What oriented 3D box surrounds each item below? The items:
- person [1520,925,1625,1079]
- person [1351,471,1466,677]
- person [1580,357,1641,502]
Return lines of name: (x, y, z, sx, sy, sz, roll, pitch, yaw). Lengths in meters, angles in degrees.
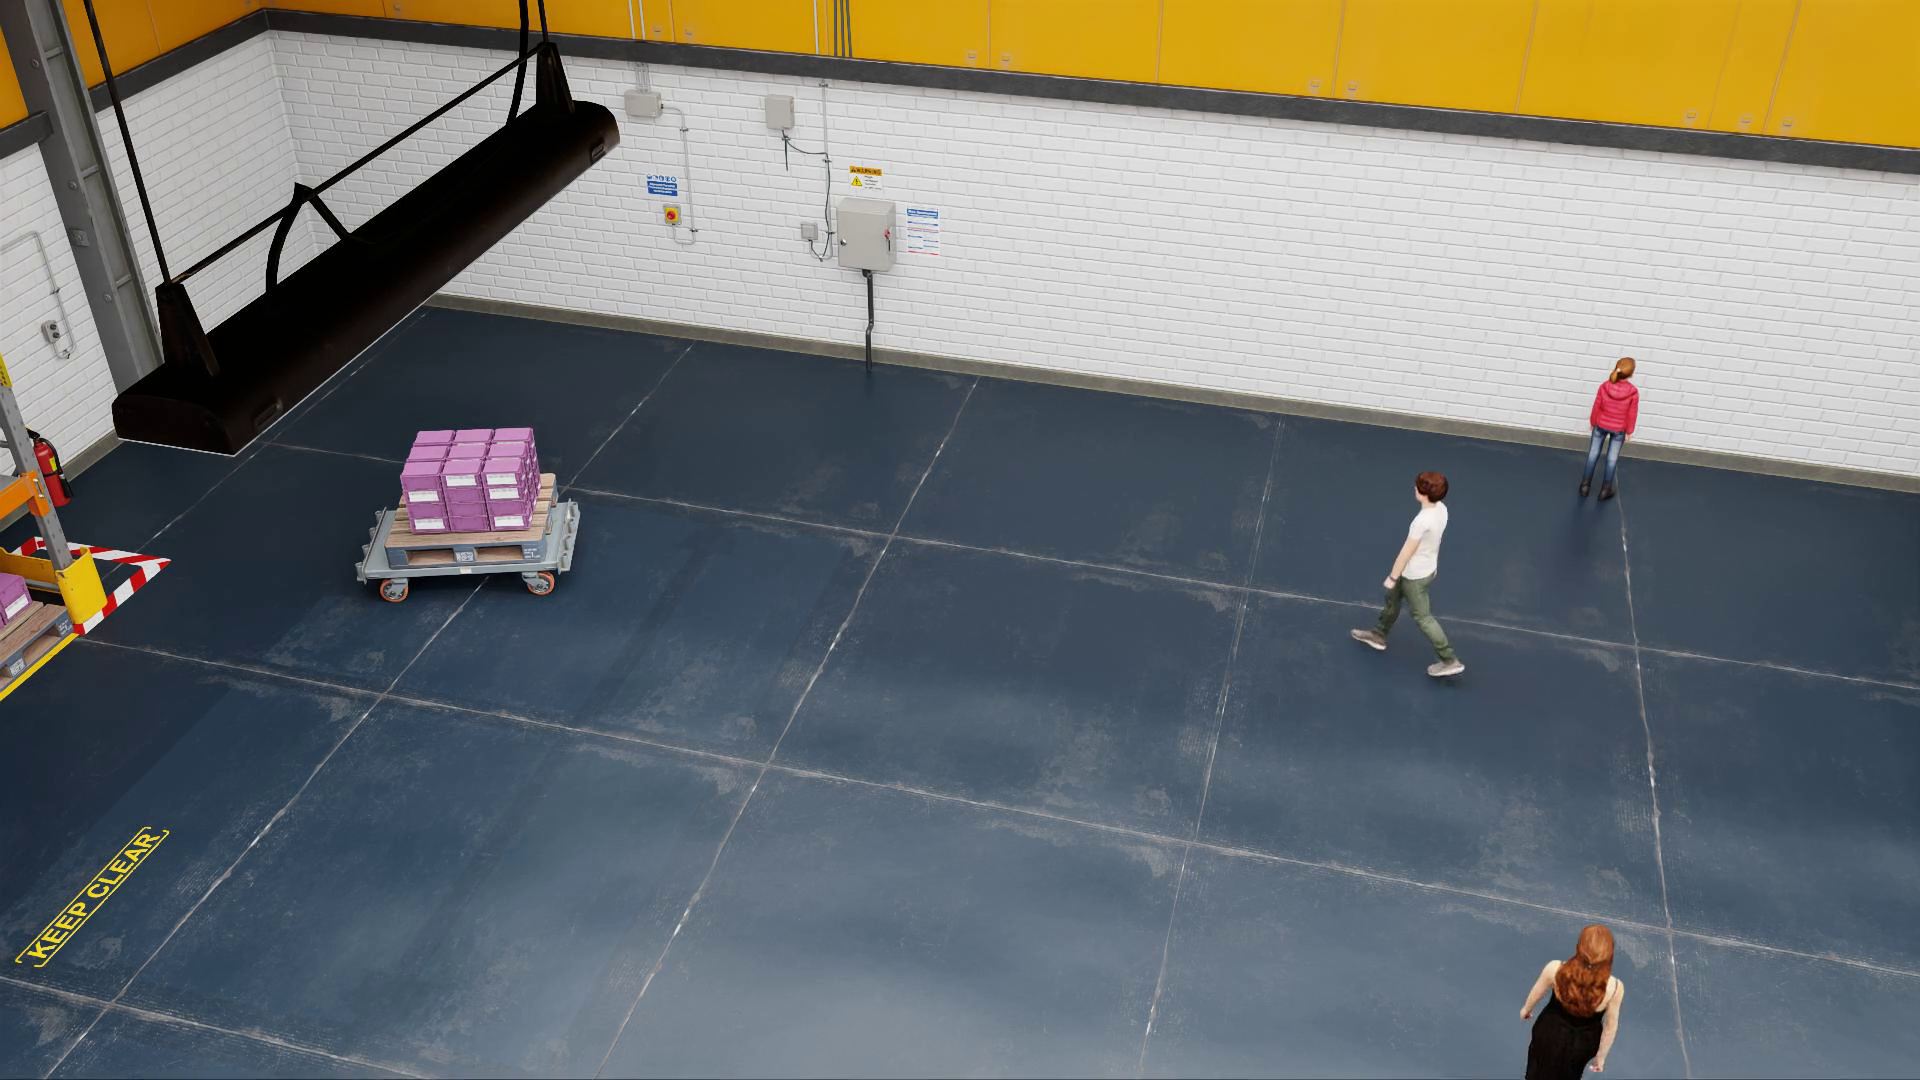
person: (3.099, 2.639, 8.533, 0.577, 1.607, 0.782, 9, 35, 14)
person: (3.389, 0.282, 12.069, 0.866, 1.618, 1.135, 19, 38, 27)
person: (5.555, -0.959, 14.208, 0.568, 1.317, 0.557, 19, 38, 26)
